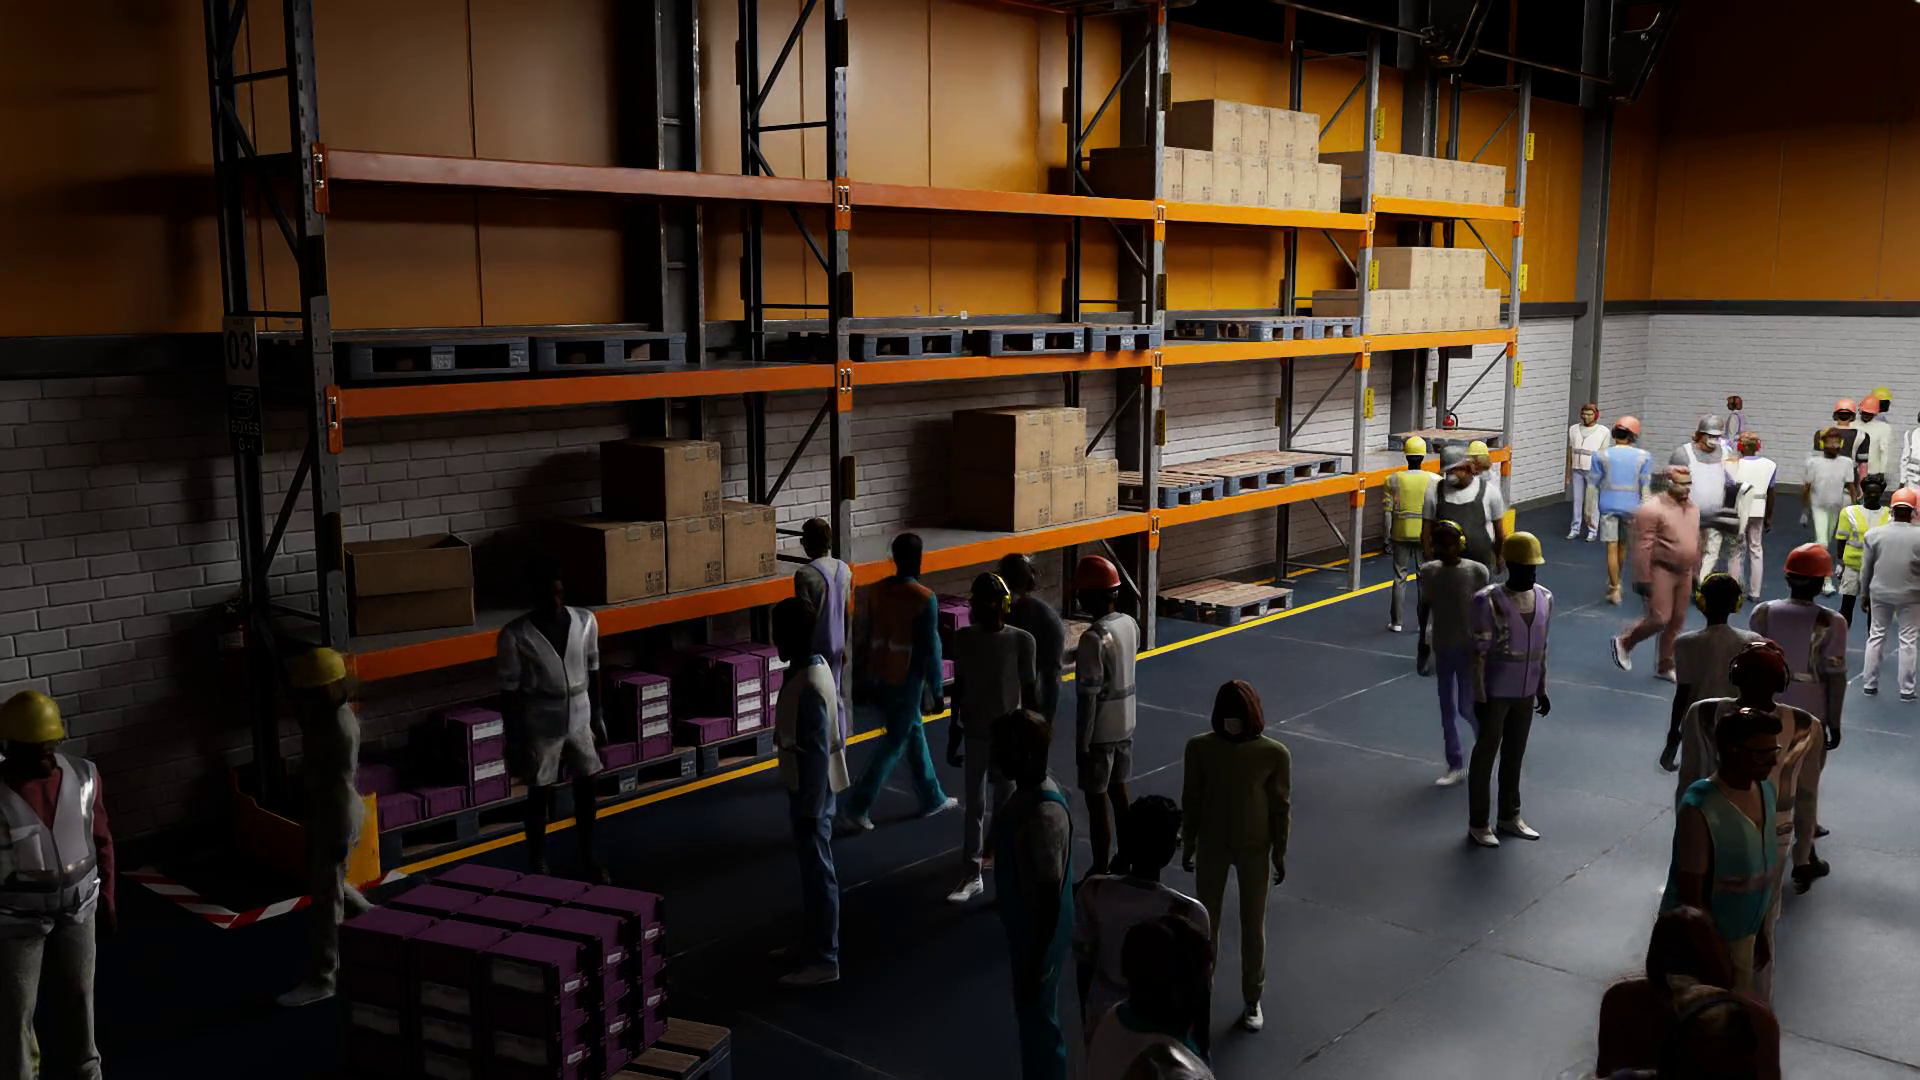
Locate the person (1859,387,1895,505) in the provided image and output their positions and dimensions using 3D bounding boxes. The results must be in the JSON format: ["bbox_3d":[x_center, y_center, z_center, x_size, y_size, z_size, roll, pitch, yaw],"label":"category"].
[{"bbox_3d":[13.140,-1.222,23.839,0.398,1.922,0.617,6,11,33],"label":"person"}]

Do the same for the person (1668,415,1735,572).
[{"bbox_3d":[7.961,-0.350,17.834,0.699,2.000,0.536,1,9,8],"label":"person"}]

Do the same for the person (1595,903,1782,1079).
[{"bbox_3d":[2.152,1.864,4.934,0.519,1.617,0.351,3,9,20],"label":"person"}]

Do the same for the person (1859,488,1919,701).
[{"bbox_3d":[7.711,0.443,13.681,0.568,1.743,0.350,8,12,42],"label":"person"}]

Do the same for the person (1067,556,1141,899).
[{"bbox_3d":[0.772,1.042,9.230,0.385,1.929,0.543,6,11,33],"label":"person"}]

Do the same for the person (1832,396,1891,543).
[{"bbox_3d":[11.748,-0.901,21.681,0.785,1.943,0.638,-9,12,-44],"label":"person"}]

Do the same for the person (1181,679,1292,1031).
[{"bbox_3d":[1.260,1.434,7.636,0.501,1.633,0.284,3,9,18],"label":"person"}]

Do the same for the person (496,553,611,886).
[{"bbox_3d":[-2.262,1.022,9.283,0.617,1.949,0.393,-7,11,-39],"label":"person"}]

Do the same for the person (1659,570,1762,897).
[{"bbox_3d":[4.091,1.094,9.075,0.533,1.868,0.310,-1,9,-4],"label":"person"}]

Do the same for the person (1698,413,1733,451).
[{"bbox_3d":[8.578,-0.491,19.118,0.573,1.924,0.414,5,10,32],"label":"person"}]

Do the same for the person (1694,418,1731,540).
[{"bbox_3d":[9.969,-0.809,22.086,0.514,1.641,0.309,9,12,44],"label":"person"}]

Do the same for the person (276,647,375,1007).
[{"bbox_3d":[-3.011,1.336,7.946,0.567,1.718,0.523,-6,11,-33],"label":"person"}]

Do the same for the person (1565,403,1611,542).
[{"bbox_3d":[8.310,-0.896,22.022,0.394,1.836,0.561,-8,12,-42],"label":"person"}]

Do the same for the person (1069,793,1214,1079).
[{"bbox_3d":[0.629,1.702,5.704,0.540,1.695,0.317,6,11,36],"label":"person"}]

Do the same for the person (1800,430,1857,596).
[{"bbox_3d":[9.566,-0.309,18.290,0.540,1.820,0.972,1,9,6],"label":"person"}]

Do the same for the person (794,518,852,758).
[{"bbox_3d":[-0.953,0.761,11.349,0.353,1.835,0.518,7,11,38],"label":"person"}]

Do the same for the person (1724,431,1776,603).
[{"bbox_3d":[8.373,-0.233,17.716,0.570,1.840,0.372,0,9,-1],"label":"person"}]

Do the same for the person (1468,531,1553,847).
[{"bbox_3d":[3.370,0.897,10.155,0.588,1.928,0.383,-4,10,-22],"label":"person"}]

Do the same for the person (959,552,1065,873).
[{"bbox_3d":[0.336,0.974,9.752,0.710,1.901,0.639,6,11,34],"label":"person"}]

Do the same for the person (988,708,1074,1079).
[{"bbox_3d":[0.264,1.534,6.332,0.343,1.840,0.507,-1,9,-4],"label":"person"}]

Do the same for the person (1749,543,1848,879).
[{"bbox_3d":[4.823,0.977,9.609,0.379,1.937,0.548,-8,12,-41],"label":"person"}]

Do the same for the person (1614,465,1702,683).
[{"bbox_3d":[6.031,0.282,14.277,0.647,1.886,0.551,-4,10,-26],"label":"person"}]

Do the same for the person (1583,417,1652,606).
[{"bbox_3d":[7.037,-0.332,17.895,0.640,1.979,0.952,1,9,9],"label":"person"}]

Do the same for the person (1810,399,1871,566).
[{"bbox_3d":[10.598,-0.686,20.061,0.611,2.030,0.410,5,10,28],"label":"person"}]

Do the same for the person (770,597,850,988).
[{"bbox_3d":[-0.737,1.219,8.125,0.395,1.915,0.587,-1,9,-9],"label":"person"}]

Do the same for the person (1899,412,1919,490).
[{"bbox_3d":[12.158,-0.753,20.978,0.351,1.876,0.575,-7,11,-37],"label":"person"}]

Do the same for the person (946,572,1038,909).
[{"bbox_3d":[0.171,1.092,9.087,0.537,1.869,0.312,4,9,22],"label":"person"}]

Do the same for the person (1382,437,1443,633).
[{"bbox_3d":[4.414,-0.045,16.225,0.588,1.930,0.364,2,9,12],"label":"person"}]

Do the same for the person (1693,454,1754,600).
[{"bbox_3d":[8.152,-0.113,17.725,0.853,1.601,0.505,-8,12,-43],"label":"person"}]

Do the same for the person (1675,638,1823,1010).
[{"bbox_3d":[3.459,1.352,7.354,0.572,1.887,0.354,4,10,22],"label":"person"}]

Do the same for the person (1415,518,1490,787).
[{"bbox_3d":[3.391,0.757,11.326,0.565,1.840,0.519,8,12,41],"label":"person"}]

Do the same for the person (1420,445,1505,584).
[{"bbox_3d":[4.458,0.114,14.839,0.705,2.000,0.581,4,10,26],"label":"person"}]

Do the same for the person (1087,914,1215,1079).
[{"bbox_3d":[0.513,1.866,4.334,0.896,1.799,0.628,0,9,-2],"label":"person"}]

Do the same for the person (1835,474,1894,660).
[{"bbox_3d":[8.232,0.245,15.105,0.535,1.697,0.318,3,9,21],"label":"person"}]

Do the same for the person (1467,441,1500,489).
[{"bbox_3d":[5.506,-0.192,17.768,0.312,1.744,0.487,-7,11,-37],"label":"person"}]

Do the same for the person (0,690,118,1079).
[{"bbox_3d":[-3.678,1.489,6.664,0.403,1.826,0.591,7,11,37],"label":"person"}]

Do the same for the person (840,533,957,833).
[{"bbox_3d":[-0.405,0.889,10.457,0.967,1.860,0.615,-8,12,-41],"label":"person"}]

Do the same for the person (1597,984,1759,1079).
[{"bbox_3d":[1.678,1.923,4.021,0.580,1.774,0.974,-2,9,-11],"label":"person"}]

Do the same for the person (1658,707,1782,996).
[{"bbox_3d":[2.910,1.525,6.417,0.560,1.837,0.387,-7,11,-39],"label":"person"}]

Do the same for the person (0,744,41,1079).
[{"bbox_3d":[-4.031,1.470,6.776,0.573,1.833,0.402,-6,11,-33],"label":"person"}]

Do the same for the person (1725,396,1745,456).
[{"bbox_3d":[12.292,-1.474,26.411,0.318,1.630,0.513,6,11,33],"label":"person"}]
